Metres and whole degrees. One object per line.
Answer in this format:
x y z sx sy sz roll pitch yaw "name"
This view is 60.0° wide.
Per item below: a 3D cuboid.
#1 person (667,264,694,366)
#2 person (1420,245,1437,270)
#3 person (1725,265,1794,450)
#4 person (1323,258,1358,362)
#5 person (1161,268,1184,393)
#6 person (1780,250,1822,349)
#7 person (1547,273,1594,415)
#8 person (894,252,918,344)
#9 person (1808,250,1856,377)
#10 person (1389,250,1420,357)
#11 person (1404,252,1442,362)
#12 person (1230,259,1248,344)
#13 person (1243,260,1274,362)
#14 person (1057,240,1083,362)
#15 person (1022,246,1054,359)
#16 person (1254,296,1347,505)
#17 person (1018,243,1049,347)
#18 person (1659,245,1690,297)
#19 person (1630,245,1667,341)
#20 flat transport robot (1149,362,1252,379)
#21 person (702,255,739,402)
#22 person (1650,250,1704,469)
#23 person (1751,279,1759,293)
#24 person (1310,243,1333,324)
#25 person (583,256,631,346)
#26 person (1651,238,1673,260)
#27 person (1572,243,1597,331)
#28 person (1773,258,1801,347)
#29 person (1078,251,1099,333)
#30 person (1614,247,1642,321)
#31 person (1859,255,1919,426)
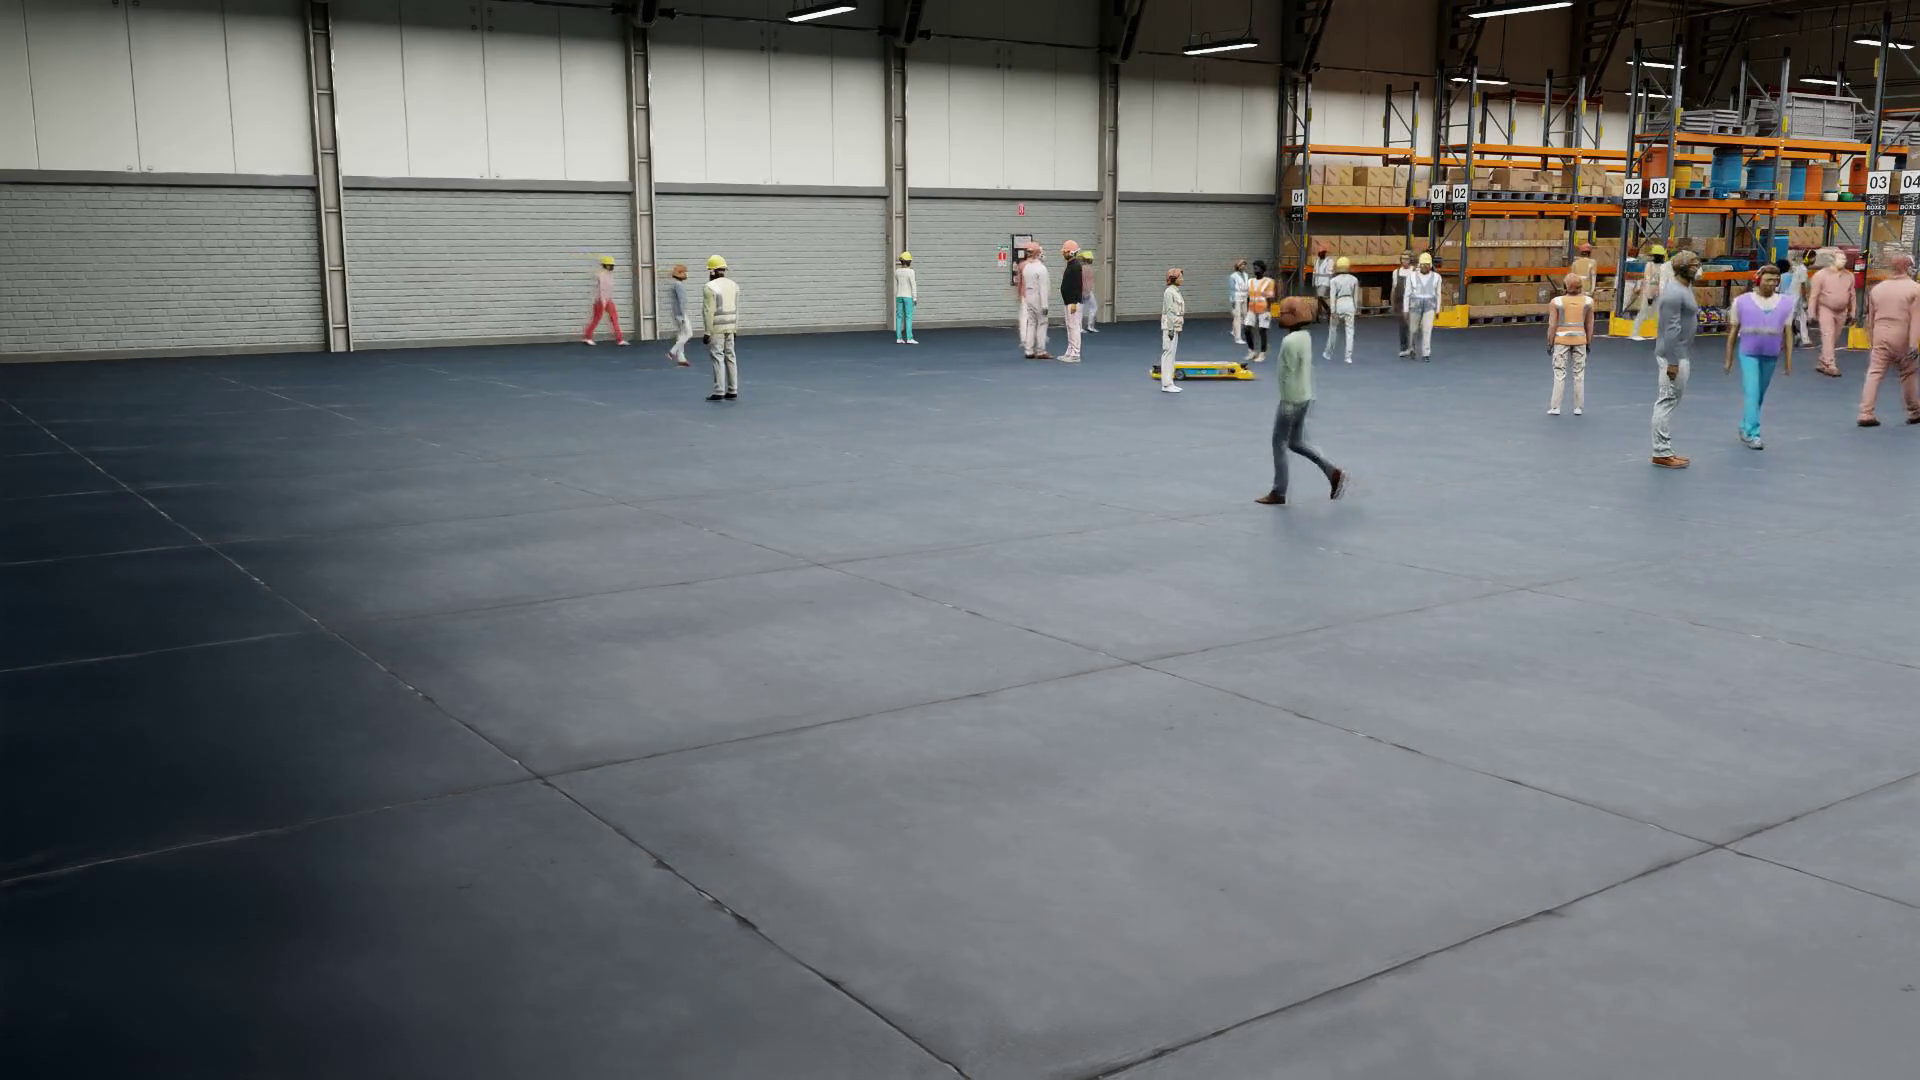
-4.419 -3.566 26.425 0.361 1.621 0.517 -3 11 -14 "person"
12.036 -6.661 42.705 0.975 1.880 0.556 -5 11 -26 "person"
7.881 -1.819 16.426 0.570 1.797 0.956 1 10 7 "person"
6.327 -3.806 27.558 0.505 1.705 0.869 -1 10 -5 "person"
2.824 -2.783 22.107 0.311 1.642 0.513 3 11 16 "person"
15.310 -4.371 30.336 0.958 1.816 0.550 4 11 23 "person"
7.035 -2.251 19.188 0.514 1.645 0.308 1 10 5 "person"
-1.043 -4.656 32.038 0.525 1.769 0.315 8 13 36 "person"
13.049 -3.390 24.837 0.663 1.869 0.900 -1 10 -6 "person"
7.606 -4.033 28.436 0.553 1.827 0.475 8 13 36 "person"
7.675 -3.869 27.621 0.608 1.805 0.831 2 11 12 "person"
5.379 -4.589 32.024 0.542 1.626 0.375 -10 14 -42 "person"
4.880 -3.739 27.253 0.536 1.683 0.429 9 14 41 "person"
1.832 -3.939 27.477 0.382 1.993 0.622 -2 10 -9 "person"
1.317 -3.995 28.064 0.432 1.912 0.672 -6 12 -29 "person"
2.618 -1.052 12.707 0.606 1.617 0.507 5 12 27 "person"
1.377 -4.634 31.440 0.641 1.939 1.017 5 11 25 "person"
13.361 -4.546 31.057 0.646 1.909 0.902 -1 10 -4 "person"
13.692 -4.836 32.703 0.612 1.873 1.002 -8 13 -38 "person"
3.493 -2.475 24.183 1.431 0.197 0.652 0 10 2 "flat transport robot"
-3.009 -2.637 20.784 0.403 1.830 0.600 7 12 32 "person"
6.403 -1.610 14.877 0.356 1.937 0.647 6 12 29 "person"
19.308 -6.219 39.922 0.790 2.016 0.620 -9 14 -40 "person"
8.694 -6.124 39.719 0.899 1.910 0.555 -7 13 -35 "person"
-6.751 -4.520 31.458 0.932 1.709 0.537 3 11 18 "person"
15.477 -5.626 36.609 0.605 2.038 0.387 -4 11 -22 "person"
13.468 -5.443 35.924 0.553 1.921 0.455 8 13 37 "person"
15.462 -4.444 31.167 0.564 1.661 0.748 -2 11 -13 "person"
2.746 -5.301 35.625 0.570 1.751 0.534 -6 12 -28 "person"
15.538 -5.869 38.546 1.008 1.817 0.589 -7 13 -35 "person"
10.231 -2.165 18.125 1.014 1.852 0.670 -5 12 -28 "person"
